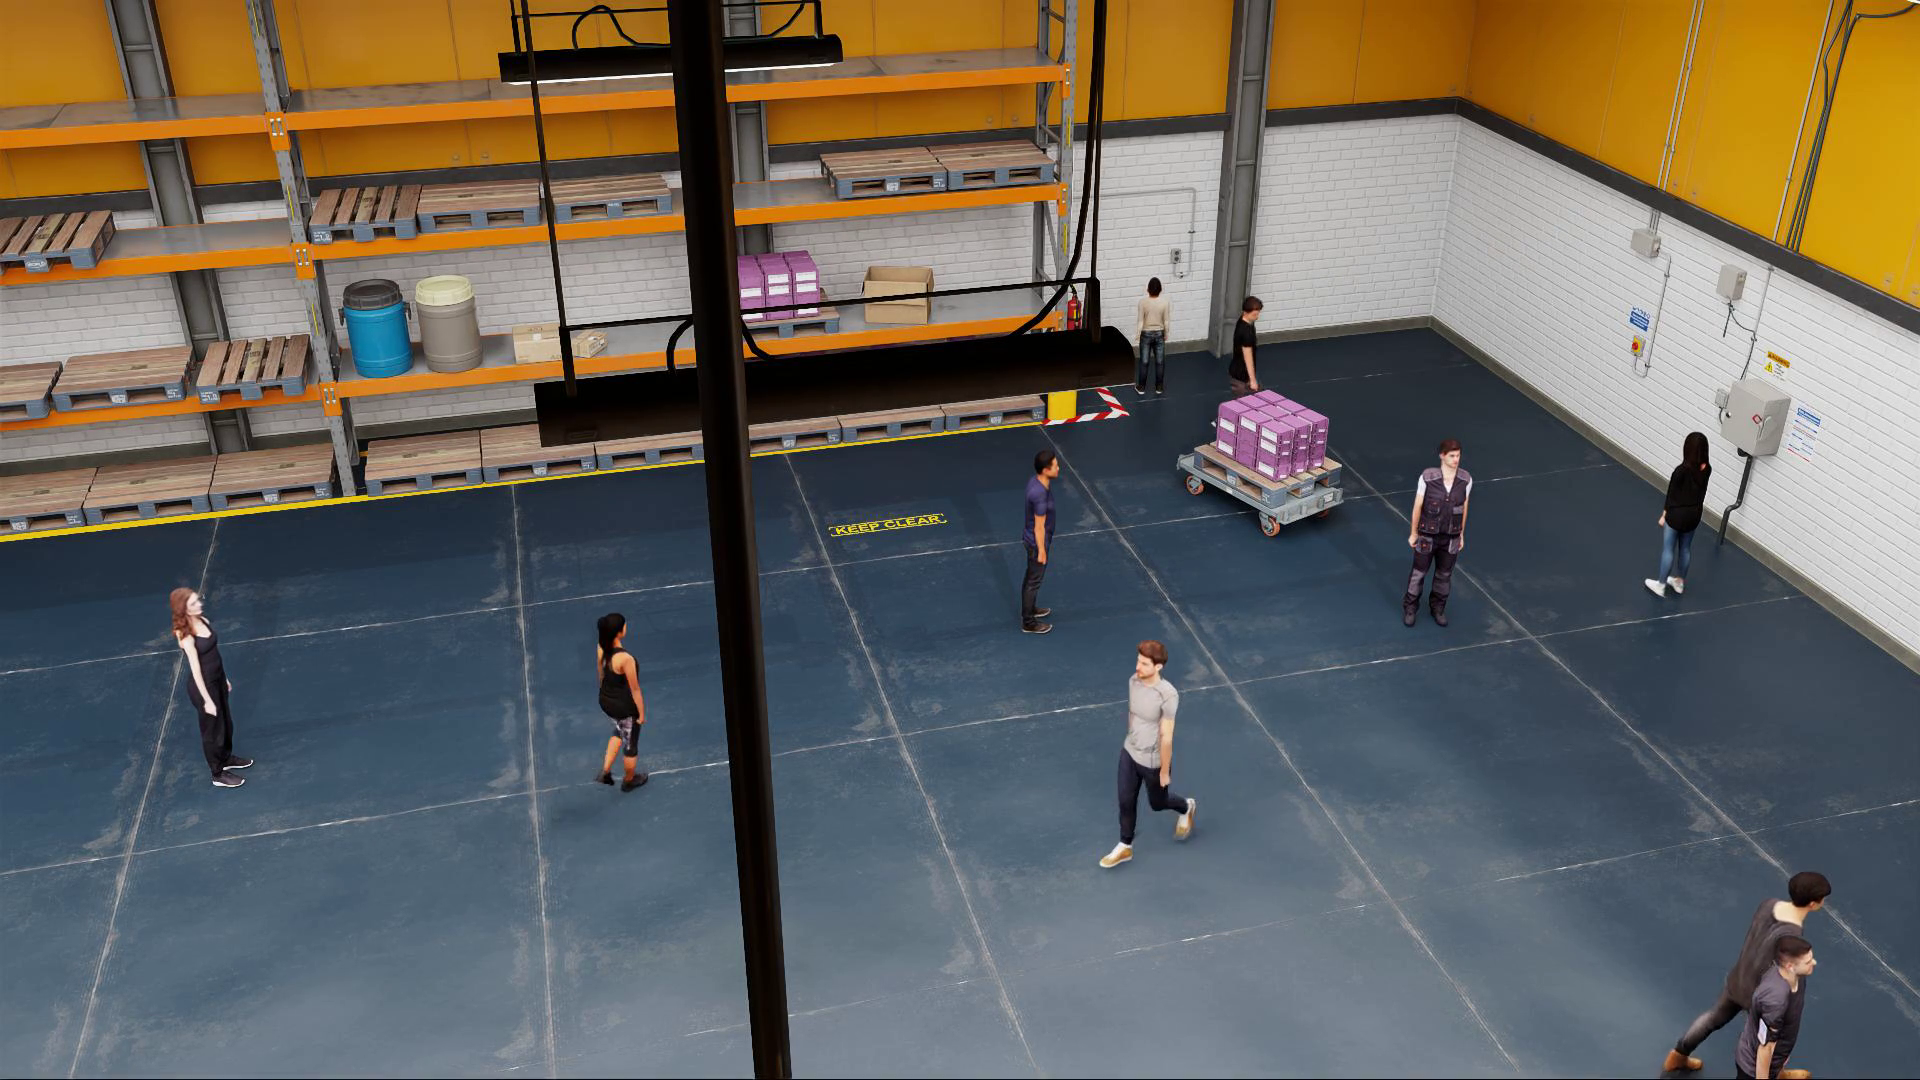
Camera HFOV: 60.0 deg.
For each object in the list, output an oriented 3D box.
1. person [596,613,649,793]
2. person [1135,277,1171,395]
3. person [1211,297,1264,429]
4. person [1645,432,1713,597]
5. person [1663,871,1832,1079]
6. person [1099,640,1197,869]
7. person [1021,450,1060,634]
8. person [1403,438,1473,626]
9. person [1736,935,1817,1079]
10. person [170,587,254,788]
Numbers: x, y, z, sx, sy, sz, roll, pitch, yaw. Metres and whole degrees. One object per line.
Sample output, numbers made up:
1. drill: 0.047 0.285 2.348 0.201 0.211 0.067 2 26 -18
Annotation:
1. person: -2.693 1.291 12.893 0.776 1.656 0.836 22 36 35
2. person: 2.310 -2.454 19.957 0.528 1.466 0.653 0 29 -1
3. person: 3.064 -1.873 18.519 0.900 1.824 0.843 1 29 3
4. person: 6.841 -0.247 15.726 0.463 1.645 0.603 -9 30 -15
5. person: 4.829 2.743 10.234 1.167 1.655 0.793 -1 29 -2
6. person: 1.440 1.549 12.197 1.212 1.871 0.951 -20 35 -33
7. person: 0.694 -0.004 15.131 0.624 1.788 0.679 0 29 -1
8. person: 4.369 -0.078 15.203 0.609 1.848 0.779 1 29 2
9. person: 4.659 2.997 9.653 0.783 1.765 0.688 21 35 33
10. person: -5.932 1.137 13.080 0.574 1.748 0.608 -3 29 -5
